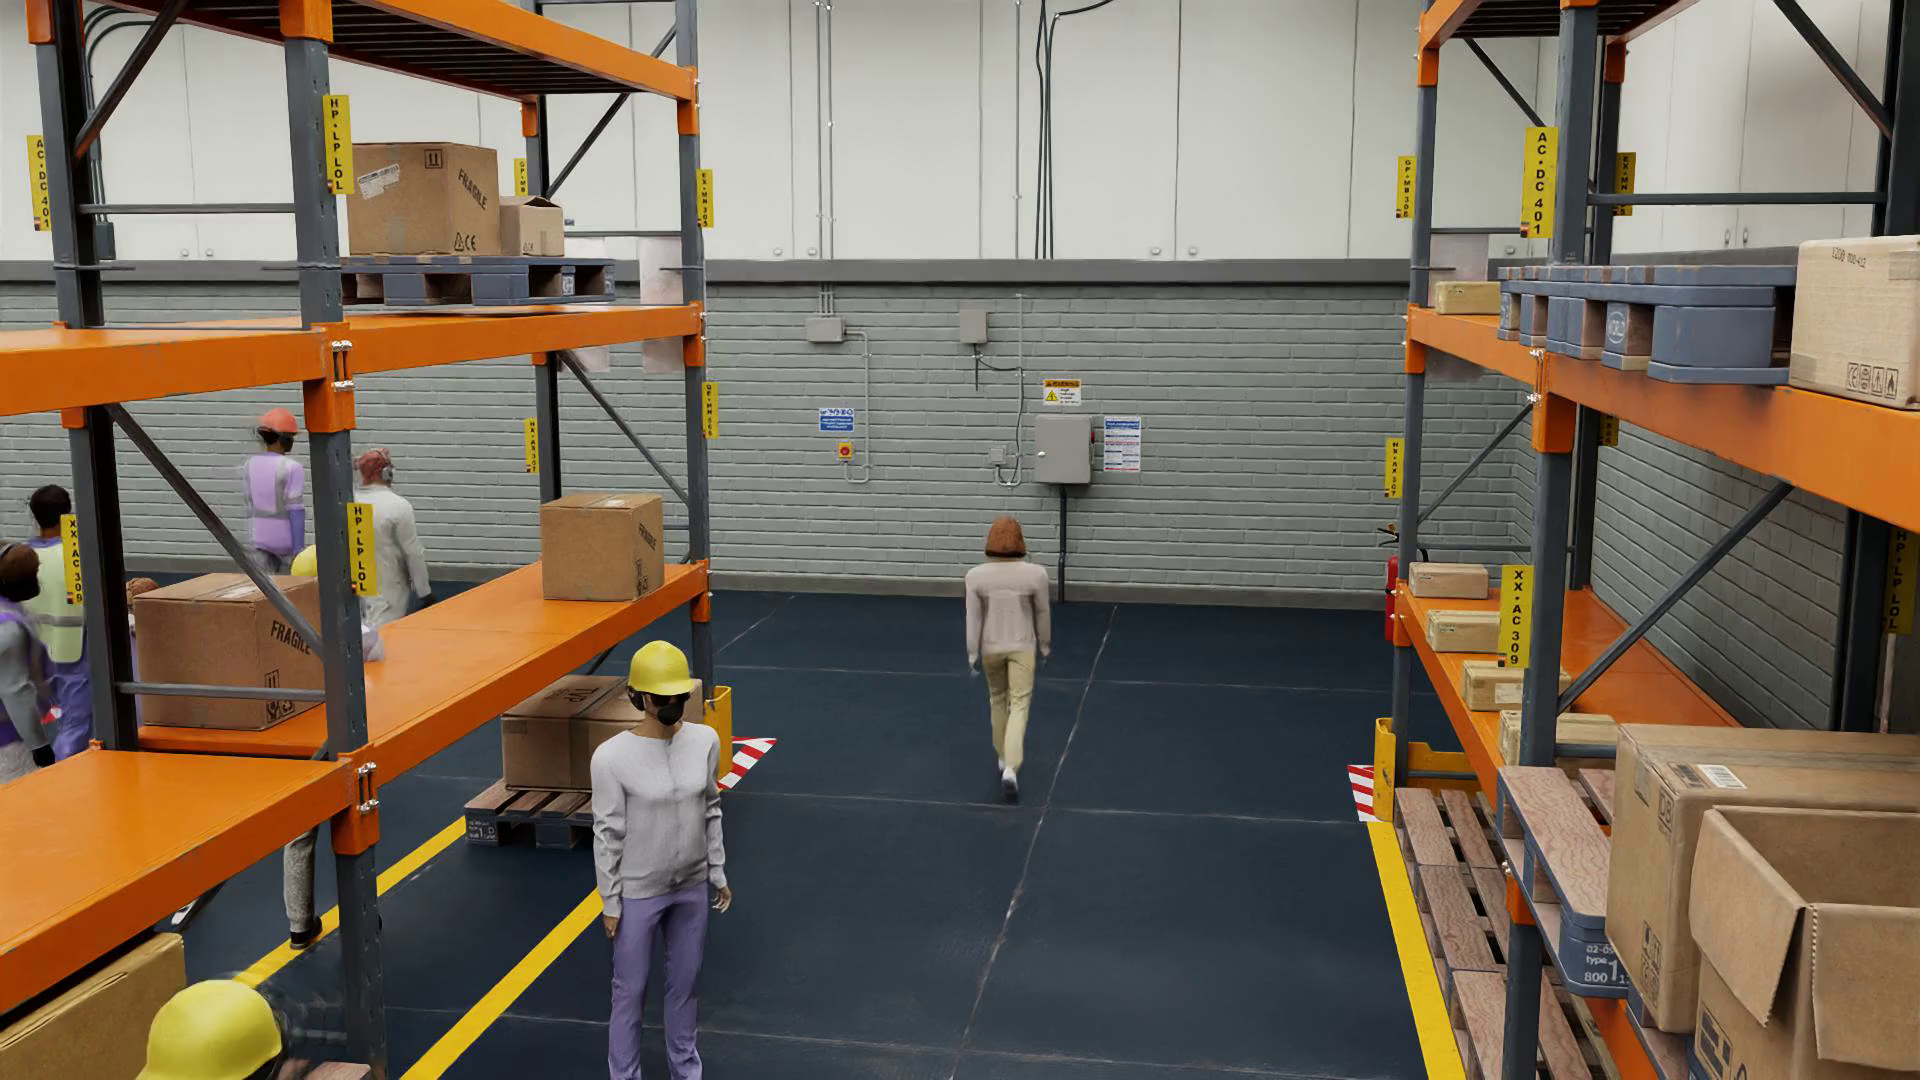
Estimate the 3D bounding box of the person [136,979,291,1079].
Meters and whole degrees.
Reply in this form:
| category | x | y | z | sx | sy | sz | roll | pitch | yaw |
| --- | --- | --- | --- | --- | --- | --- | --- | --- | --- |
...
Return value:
| category | x | y | z | sx | sy | sz | roll | pitch | yaw |
| --- | --- | --- | --- | --- | --- | --- | --- | --- | --- |
| person | -1.362 | 1.663 | 3.124 | 0.545 | 1.746 | 0.550 | 5 | 11 | 29 |

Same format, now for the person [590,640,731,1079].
| category | x | y | z | sx | sy | sz | roll | pitch | yaw |
| --- | --- | --- | --- | --- | --- | --- | --- | --- | --- |
| person | -1.036 | 1.217 | 5.836 | 0.523 | 1.769 | 0.313 | -9 | 13 | -43 |

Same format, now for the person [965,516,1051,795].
| category | x | y | z | sx | sy | sz | roll | pitch | yaw |
| --- | --- | --- | --- | --- | --- | --- | --- | --- | --- |
| person | 0.269 | 0.659 | 9.789 | 0.494 | 1.600 | 0.834 | 2 | 9 | 12 |

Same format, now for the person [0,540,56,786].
| category | x | y | z | sx | sy | sz | roll | pitch | yaw |
| --- | --- | --- | --- | --- | --- | --- | --- | --- | --- |
| person | -4.456 | 0.886 | 7.760 | 0.557 | 1.801 | 0.661 | -8 | 12 | -40 |

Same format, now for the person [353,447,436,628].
| category | x | y | z | sx | sy | sz | roll | pitch | yaw |
| --- | --- | --- | --- | --- | --- | --- | --- | --- | --- |
| person | -3.877 | 0.321 | 11.087 | 0.631 | 1.869 | 0.995 | 5 | 10 | 28 |

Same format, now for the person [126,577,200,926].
| category | x | y | z | sx | sy | sz | roll | pitch | yaw |
| --- | --- | --- | --- | --- | --- | --- | --- | --- | --- |
| person | -3.741 | 0.977 | 7.723 | 0.498 | 1.634 | 0.281 | 2 | 9 | 11 |

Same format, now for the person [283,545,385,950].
| category | x | y | z | sx | sy | sz | roll | pitch | yaw |
| --- | --- | --- | --- | --- | --- | --- | --- | --- | --- |
| person | -2.845 | 0.930 | 7.450 | 0.586 | 1.824 | 0.404 | -2 | 9 | -11 |
